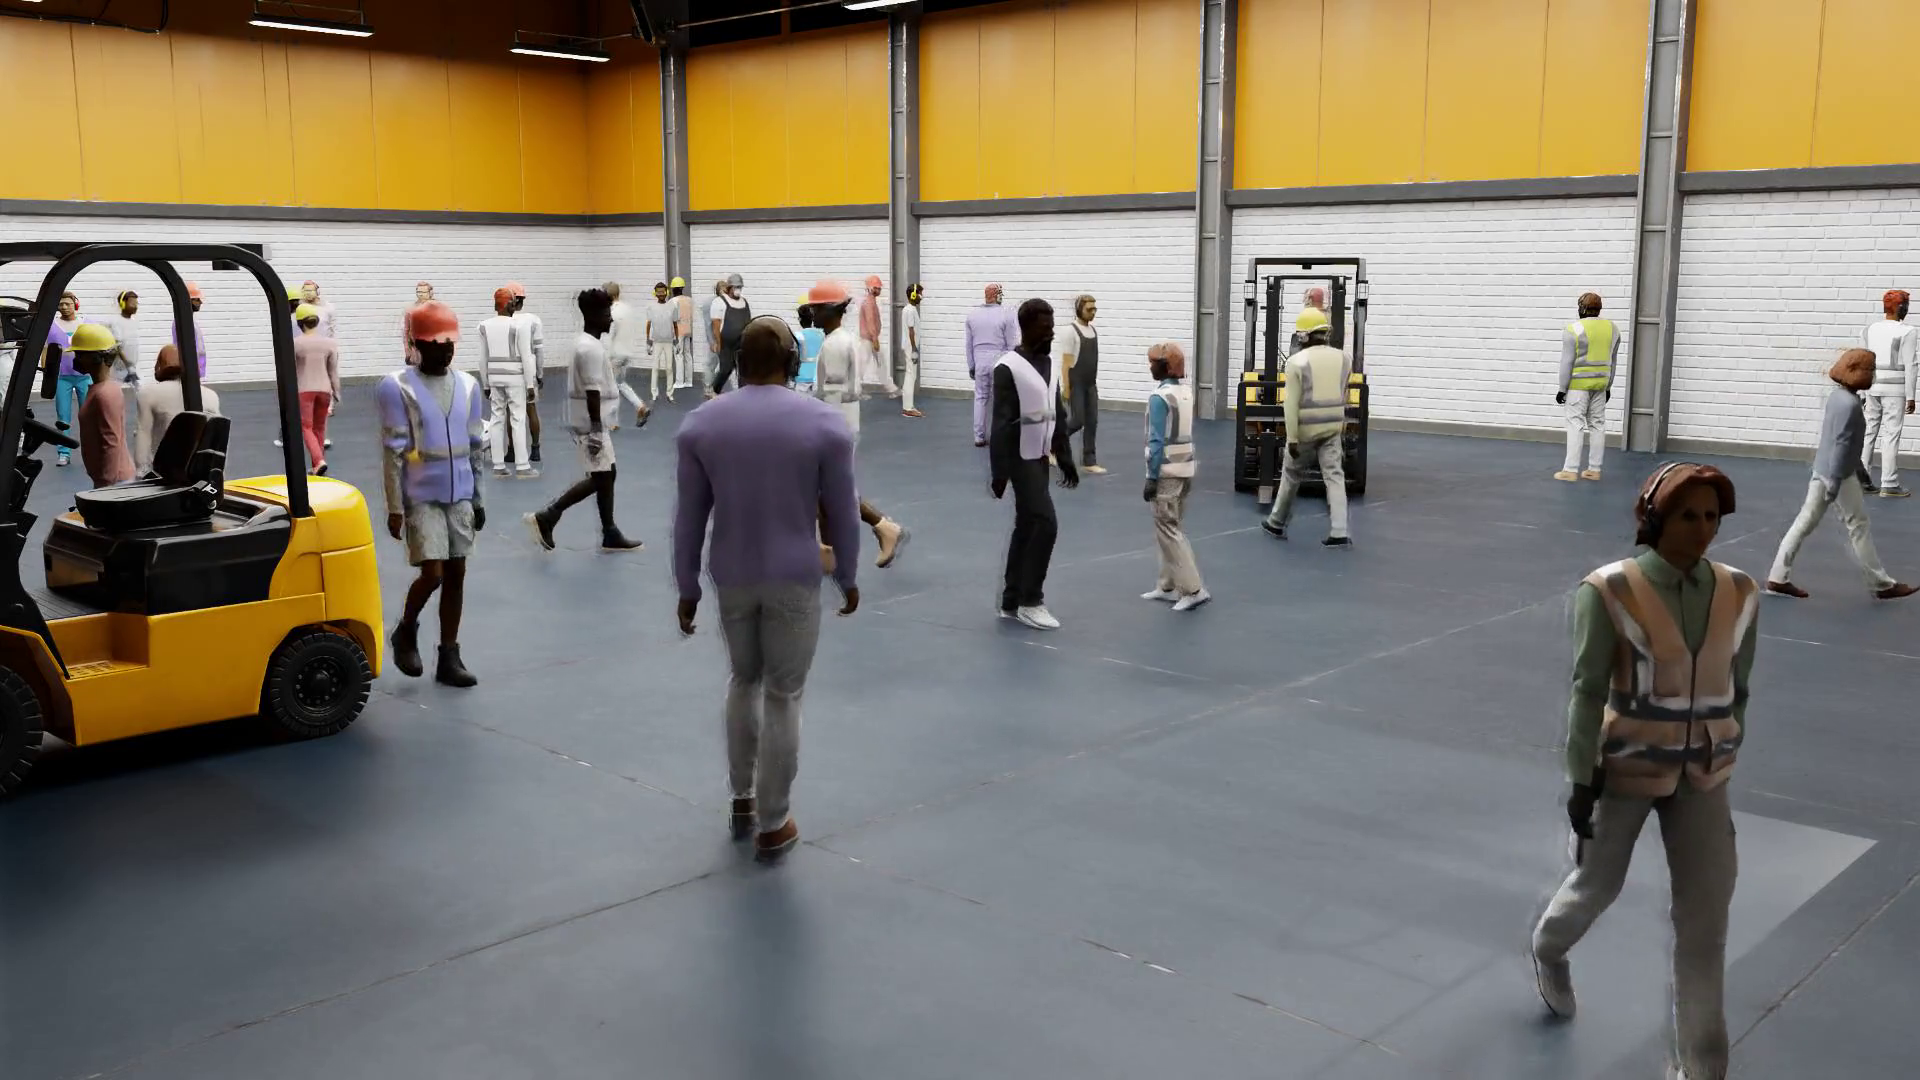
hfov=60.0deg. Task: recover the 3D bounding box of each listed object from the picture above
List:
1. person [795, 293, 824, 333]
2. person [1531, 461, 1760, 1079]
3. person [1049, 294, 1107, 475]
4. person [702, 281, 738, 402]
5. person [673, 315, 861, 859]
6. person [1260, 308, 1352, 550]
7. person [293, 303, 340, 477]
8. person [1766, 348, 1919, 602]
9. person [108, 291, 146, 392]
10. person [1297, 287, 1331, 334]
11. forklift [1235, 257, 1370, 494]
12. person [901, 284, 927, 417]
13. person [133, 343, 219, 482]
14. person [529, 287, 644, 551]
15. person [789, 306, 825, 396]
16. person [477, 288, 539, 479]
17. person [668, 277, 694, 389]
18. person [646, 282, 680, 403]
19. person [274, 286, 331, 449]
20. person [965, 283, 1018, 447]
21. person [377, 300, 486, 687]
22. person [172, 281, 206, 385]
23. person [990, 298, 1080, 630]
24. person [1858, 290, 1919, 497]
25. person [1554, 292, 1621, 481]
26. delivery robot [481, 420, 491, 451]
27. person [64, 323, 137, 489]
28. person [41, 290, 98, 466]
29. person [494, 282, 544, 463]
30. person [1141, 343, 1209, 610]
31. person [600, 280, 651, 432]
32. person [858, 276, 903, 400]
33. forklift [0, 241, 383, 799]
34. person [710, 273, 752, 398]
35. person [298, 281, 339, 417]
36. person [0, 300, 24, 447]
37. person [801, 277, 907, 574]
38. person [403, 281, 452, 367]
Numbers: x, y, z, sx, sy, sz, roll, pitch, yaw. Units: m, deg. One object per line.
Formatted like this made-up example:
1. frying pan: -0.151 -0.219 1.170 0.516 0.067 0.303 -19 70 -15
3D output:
1. person: -1.644 -2.097 20.172 0.655 1.786 0.626 8 12 41
2. person: 1.753 0.586 4.266 0.517 1.613 0.809 -1 9 -6
3. person: 1.179 -1.571 16.814 0.637 1.831 0.509 8 12 39
4. person: -3.642 -3.033 25.572 0.640 1.881 1.023 -8 12 -40
5. person: -0.675 0.152 5.996 0.634 1.909 0.656 2 9 11
6. person: 2.629 -0.840 12.455 0.588 1.782 0.932 -3 10 -19
7. person: -6.390 -1.467 16.428 0.536 1.752 0.702 -9 13 -44
8. person: 5.509 -0.397 10.326 0.868 1.579 0.500 2 10 14
9. person: -9.991 -2.067 19.931 1.028 1.810 0.482 3 10 16
10. person: 3.872 -1.750 17.735 0.661 1.884 0.643 -7 12 -38
11. forklift: 3.309 -1.629 16.029 1.214 2.155 2.313 2 9 11
12. person: -0.657 -2.660 23.364 0.328 1.865 0.517 -1 9 -9
13. person: -4.905 -0.426 10.434 0.549 1.603 0.381 -8 12 -39
14. person: -2.718 -0.845 12.005 0.755 1.946 0.608 -3 10 -20
15. person: -1.661 -1.758 18.379 0.538 1.687 0.328 -8 12 -41
16. person: -4.463 -1.539 16.423 0.573 1.887 0.355 3 10 16
17. person: -4.848 -3.582 28.811 0.359 1.930 0.588 6 11 31
18. person: -4.584 -3.040 25.678 0.518 1.870 0.323 -2 10 -14
19. person: -7.597 -1.973 19.113 0.954 1.884 0.596 9 13 44
20. person: 0.391 -2.023 19.331 0.651 1.906 0.403 5 11 29
21. person: -2.573 -0.216 8.217 0.462 1.917 0.555 8 12 40
22. person: -8.102 -1.752 17.572 0.358 1.938 0.542 -6 11 -32
23. person: 0.482 -0.439 9.644 0.637 1.900 0.605 5 10 27
24. person: 8.455 -1.332 15.160 0.354 1.883 0.576 -4 10 -22
25. person: 6.106 -1.490 16.262 0.627 1.844 0.429 -3 10 -17
26. delivery robot: -5.200 -1.136 17.734 0.477 0.478 0.707 -1 9 -7
27. person: -4.834 -0.336 9.416 0.313 1.769 0.523 -5 10 -28
28. person: -9.357 -1.703 17.547 0.570 1.843 0.373 -5 10 -26
29. person: -4.749 -1.794 17.843 0.553 1.929 0.365 -5 11 -30
30. person: 1.334 -0.379 10.163 0.568 1.621 0.531 5 11 29
31. person: -4.308 -2.304 20.985 0.620 1.926 0.647 3 10 17
32. person: -1.280 -3.174 26.246 0.957 1.946 0.639 1 9 6
33. forklift: -3.706 -0.171 7.093 1.214 2.155 2.313 9 13 43
34. person: -3.354 -2.939 24.533 0.695 2.000 0.712 -6 11 -35
35. person: -9.027 -2.664 23.253 0.653 1.906 0.408 -2 10 -14
36. person: -11.057 -1.914 19.165 0.300 1.742 0.489 -1 9 -5
37. person: -0.774 -0.747 11.161 0.690 2.017 0.618 -1 9 -4
38. person: -7.156 -2.515 22.348 0.652 1.904 0.402 0 9 1
